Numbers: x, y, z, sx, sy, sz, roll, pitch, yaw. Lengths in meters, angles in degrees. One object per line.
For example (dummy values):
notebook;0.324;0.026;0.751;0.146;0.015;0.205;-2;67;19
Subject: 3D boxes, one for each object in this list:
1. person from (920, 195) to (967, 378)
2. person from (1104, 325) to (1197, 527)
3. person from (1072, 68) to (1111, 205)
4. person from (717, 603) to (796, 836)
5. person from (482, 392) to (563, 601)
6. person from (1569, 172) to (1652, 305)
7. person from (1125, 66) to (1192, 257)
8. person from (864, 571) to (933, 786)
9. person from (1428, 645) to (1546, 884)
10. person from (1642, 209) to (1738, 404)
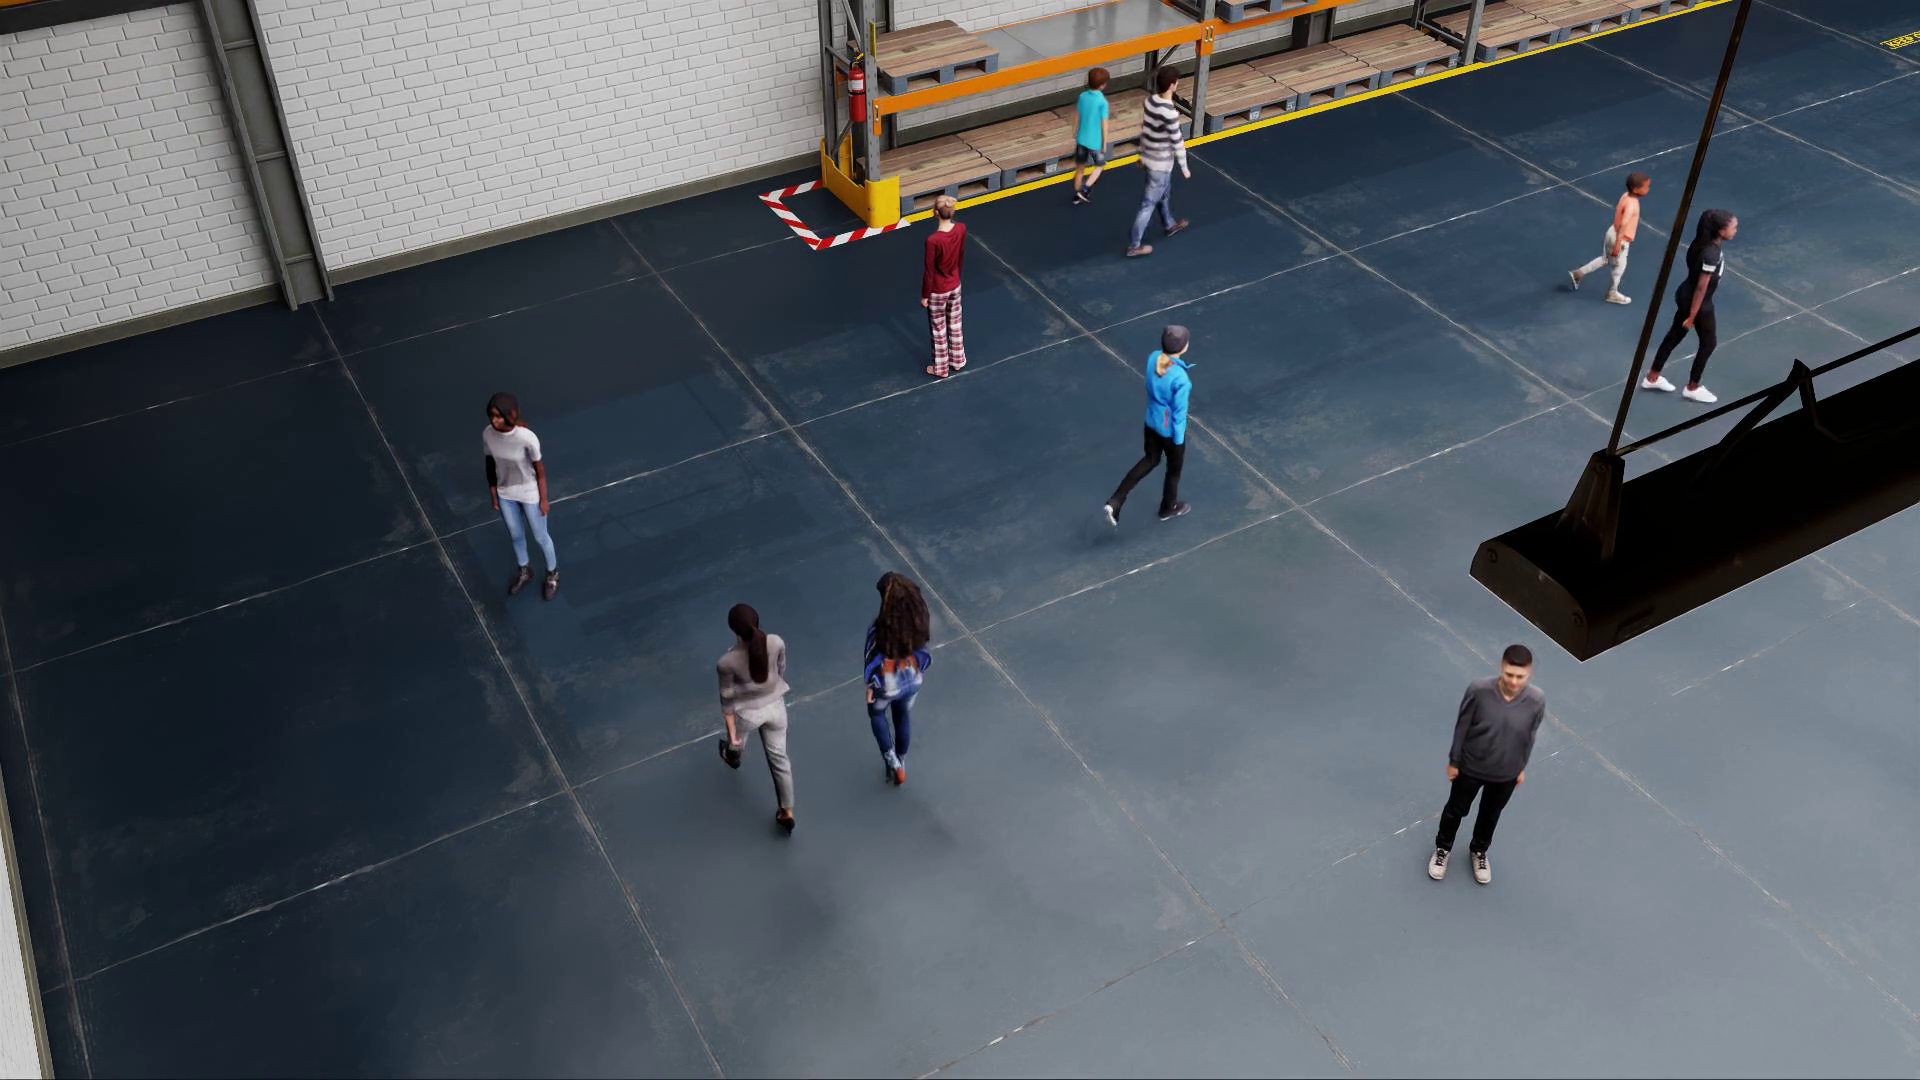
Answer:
person;-0.142;-2.162;14.113;0.735;1.699;0.537;31;48;33
person;1.442;-0.802;12.352;1.010;1.772;0.614;-19;43;-23
person;1.281;-4.002;16.627;0.692;1.435;0.695;25;45;27
person;-1.182;1.121;10.064;1.042;1.622;0.690;-19;42;-22
person;-3.107;-0.312;11.781;0.651;1.719;0.714;9;39;11
person;5.965;-2.778;15.206;0.862;1.297;0.813;11;40;14
person;1.784;-3.535;15.740;1.068;1.813;0.755;-14;41;-16
person;-0.360;0.922;10.321;0.612;1.613;0.709;-21;43;-24
person;3.092;1.302;9.725;0.674;1.761;0.761;5;39;6
person;6.036;-1.967;13.857;0.954;1.715;0.883;6;39;8
